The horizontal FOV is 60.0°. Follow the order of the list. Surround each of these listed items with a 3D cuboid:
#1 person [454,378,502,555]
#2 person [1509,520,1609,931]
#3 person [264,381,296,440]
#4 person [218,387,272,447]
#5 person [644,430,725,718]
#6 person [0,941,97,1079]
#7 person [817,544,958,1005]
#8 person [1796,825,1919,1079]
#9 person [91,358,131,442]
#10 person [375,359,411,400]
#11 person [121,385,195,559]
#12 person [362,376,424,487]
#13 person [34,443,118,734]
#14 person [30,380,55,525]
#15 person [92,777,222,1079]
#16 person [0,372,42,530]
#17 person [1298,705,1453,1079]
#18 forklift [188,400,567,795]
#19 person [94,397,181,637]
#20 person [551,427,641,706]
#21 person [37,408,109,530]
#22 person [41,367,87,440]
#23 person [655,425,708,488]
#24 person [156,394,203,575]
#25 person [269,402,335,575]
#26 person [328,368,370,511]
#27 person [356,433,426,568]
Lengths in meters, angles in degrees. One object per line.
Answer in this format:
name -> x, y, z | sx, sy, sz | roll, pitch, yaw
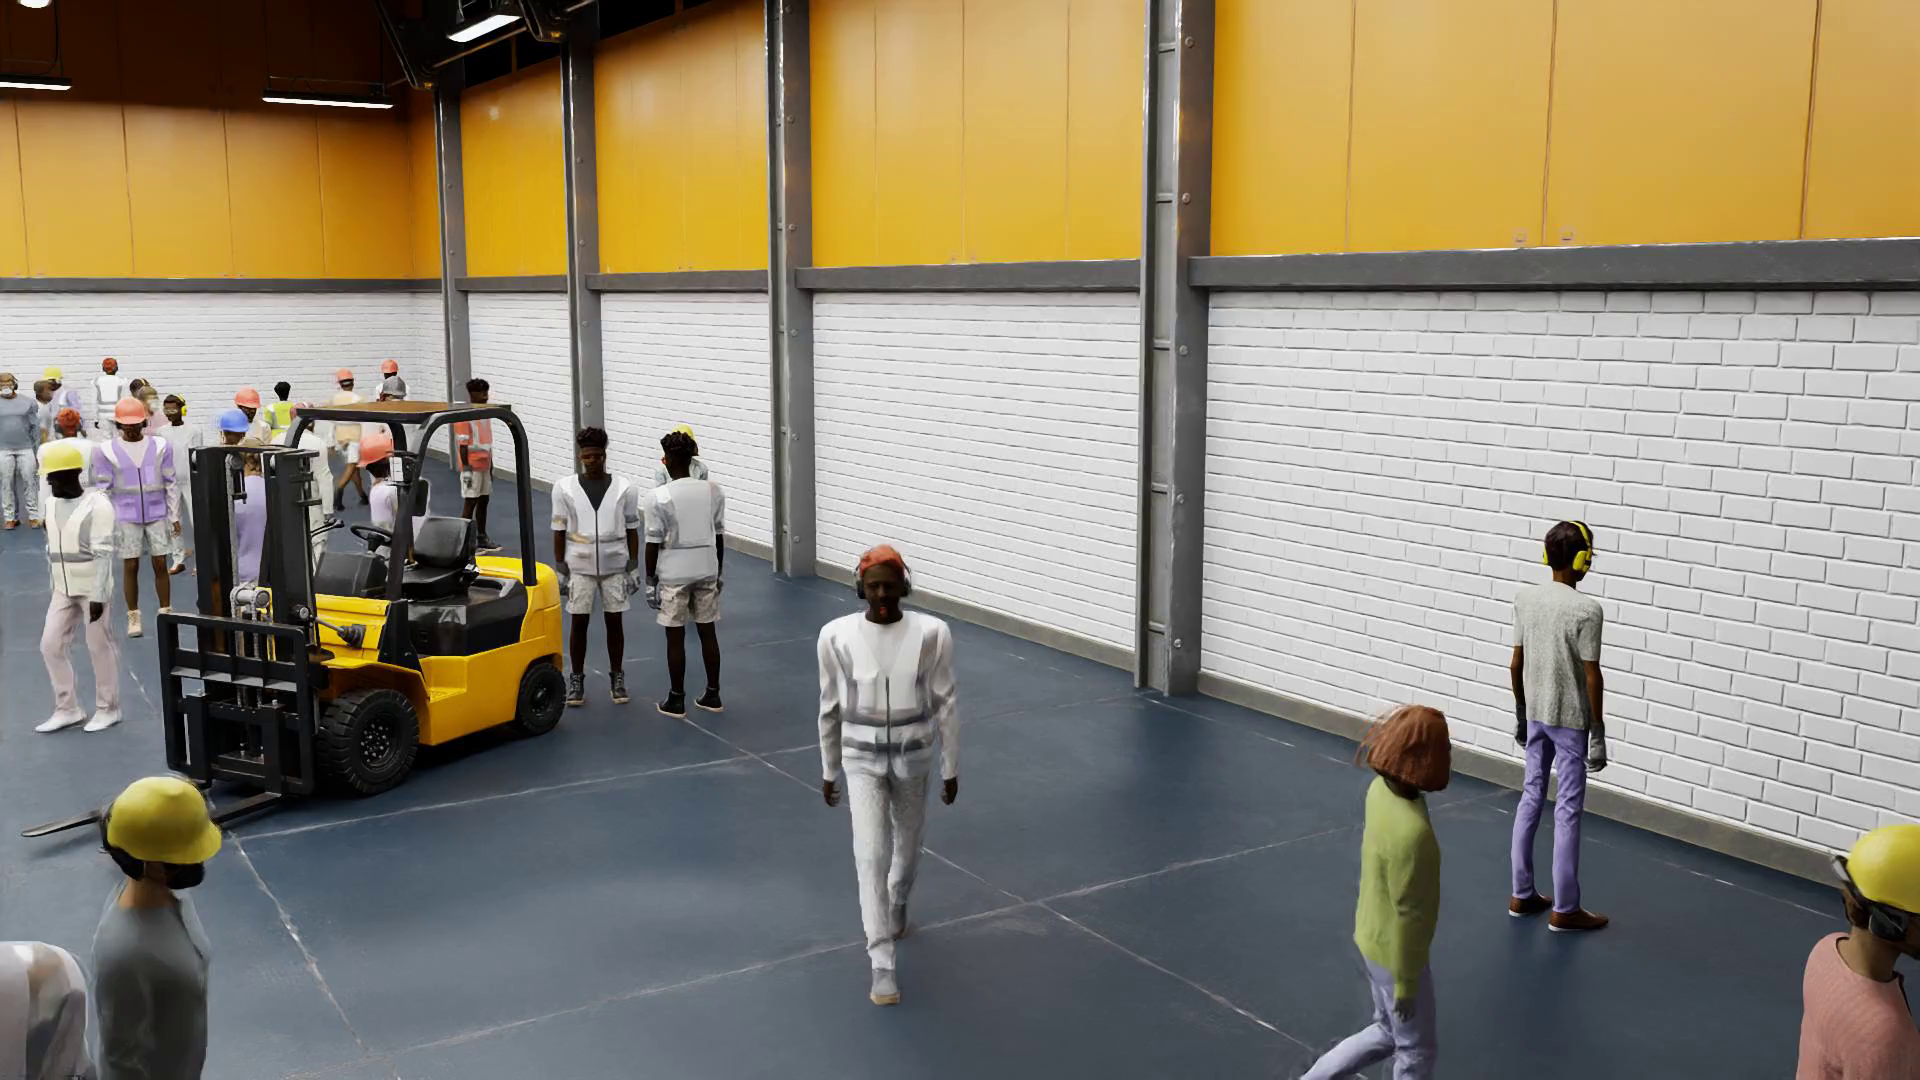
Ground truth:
person -> -5.338, -0.814, 18.370 | 0.376, 1.957, 0.613 | 2, 9, 14
person -> 2.731, 0.838, 7.555 | 0.328, 1.865, 0.508 | -5, 10, -30
person -> -9.150, -1.309, 22.597 | 0.533, 1.692, 0.319 | -3, 9, -22
person -> -7.287, -0.604, 17.063 | 0.390, 1.925, 0.550 | 8, 12, 43
person -> -1.869, 0.236, 11.310 | 0.606, 1.962, 0.371 | -6, 10, -36
person -> -1.890, 1.426, 3.075 | 0.571, 2.018, 0.660 | 5, 10, 31
person -> -0.307, 0.921, 7.042 | 0.584, 1.855, 0.884 | -1, 8, -6
person -> 1.988, 1.470, 3.673 | 0.342, 1.754, 0.531 | 2, 9, 15
person -> -13.207, -1.903, 25.954 | 0.587, 1.882, 0.341 | -2, 9, -12
person -> -8.253, -1.667, 24.234 | 0.542, 1.928, 0.399 | 1, 9, 8
person -> -8.828, -0.743, 18.139 | 1.010, 1.897, 0.644 | 2, 9, 10
person -> -5.830, -0.692, 17.268 | 0.536, 2.000, 0.681 | 3, 9, 18
person -> -5.772, 0.330, 10.820 | 0.614, 1.910, 0.560 | 3, 9, 17
person -> -11.389, -1.072, 20.624 | 0.414, 1.814, 0.557 | -6, 11, -37
person -> -1.998, 1.405, 4.168 | 0.413, 1.730, 0.646 | -2, 9, -14
person -> -11.541, -1.081, 20.277 | 0.637, 1.930, 0.373 | -5, 10, -31
person -> 1.323, 1.300, 5.245 | 0.582, 1.616, 0.512 | 0, 8, 1
forklift -> -3.529, 0.258, 10.348 | 1.214, 2.155, 2.313 | 4, 9, 25
person -> -6.876, -0.190, 13.944 | 0.618, 2.028, 0.409 | -6, 10, -34
person -> -2.536, 0.187, 11.637 | 0.609, 1.952, 0.377 | -2, 9, -14
person -> -8.092, -0.294, 15.231 | 0.584, 1.851, 0.918 | -7, 11, -39
person -> -13.301, -1.643, 24.508 | 0.655, 1.794, 0.819 | 3, 9, 22
person -> -2.403, -0.129, 14.465 | 0.492, 1.746, 0.284 | -5, 10, -30
person -> -7.952, -0.561, 16.998 | 0.506, 1.864, 0.332 | 1, 8, 5
person -> -5.919, -0.299, 15.074 | 0.652, 1.904, 0.402 | 3, 9, 22
person -> -8.205, -1.346, 22.226 | 0.551, 1.889, 0.957 | 2, 9, 13
person -> -3.948, 0.176, 11.909 | 0.591, 1.897, 0.634 | 3, 9, 21
